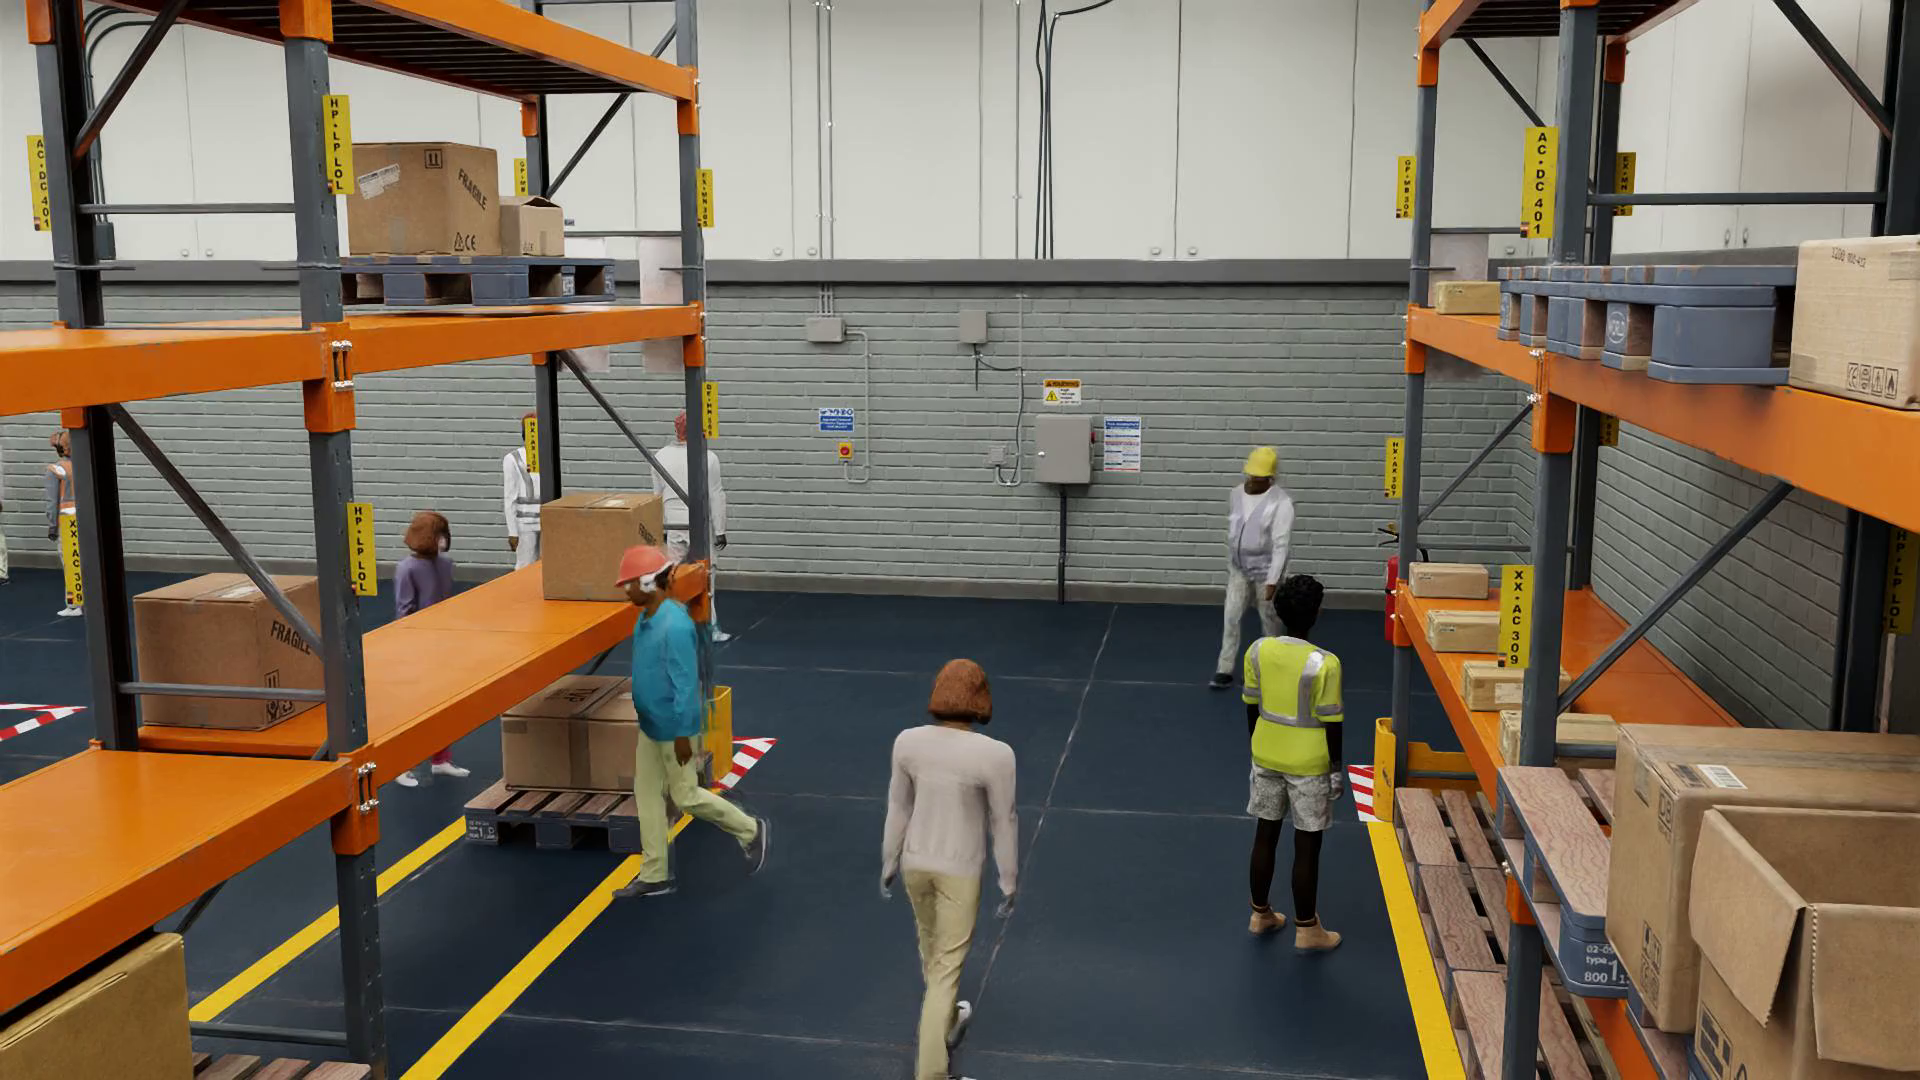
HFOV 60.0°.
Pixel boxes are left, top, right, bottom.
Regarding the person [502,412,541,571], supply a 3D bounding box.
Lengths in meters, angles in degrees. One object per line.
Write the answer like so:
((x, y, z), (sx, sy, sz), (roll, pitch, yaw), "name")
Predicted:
((-3.480, -0.107, 13.636), (0.337, 1.882, 0.585), (6, 11, 31), "person")

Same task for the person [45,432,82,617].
((-7.786, -0.140, 14.628), (0.317, 1.629, 0.508), (3, 10, 17), "person")

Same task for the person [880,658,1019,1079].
((-0.019, 1.241, 6.254), (0.524, 1.583, 0.713), (5, 10, 28), "person")

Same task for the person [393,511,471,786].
((-3.153, 0.641, 9.864), (0.449, 1.629, 0.524), (3, 10, 16), "person")

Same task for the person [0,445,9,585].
((-9.437, -0.414, 15.974), (0.573, 1.741, 0.355), (3, 10, 20), "person")

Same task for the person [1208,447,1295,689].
((2.103, 0.213, 11.965), (0.784, 1.785, 0.618), (-9, 13, -43), "person")

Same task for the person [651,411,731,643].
((-2.172, -0.104, 13.540), (0.643, 1.912, 0.410), (4, 10, 23), "person")

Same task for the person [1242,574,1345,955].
((1.497, 0.992, 7.432), (0.316, 1.697, 0.540), (-8, 12, -39), "person")

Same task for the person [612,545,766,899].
((-1.365, 0.871, 8.146), (0.728, 1.709, 0.599), (-6, 11, -33), "person")
